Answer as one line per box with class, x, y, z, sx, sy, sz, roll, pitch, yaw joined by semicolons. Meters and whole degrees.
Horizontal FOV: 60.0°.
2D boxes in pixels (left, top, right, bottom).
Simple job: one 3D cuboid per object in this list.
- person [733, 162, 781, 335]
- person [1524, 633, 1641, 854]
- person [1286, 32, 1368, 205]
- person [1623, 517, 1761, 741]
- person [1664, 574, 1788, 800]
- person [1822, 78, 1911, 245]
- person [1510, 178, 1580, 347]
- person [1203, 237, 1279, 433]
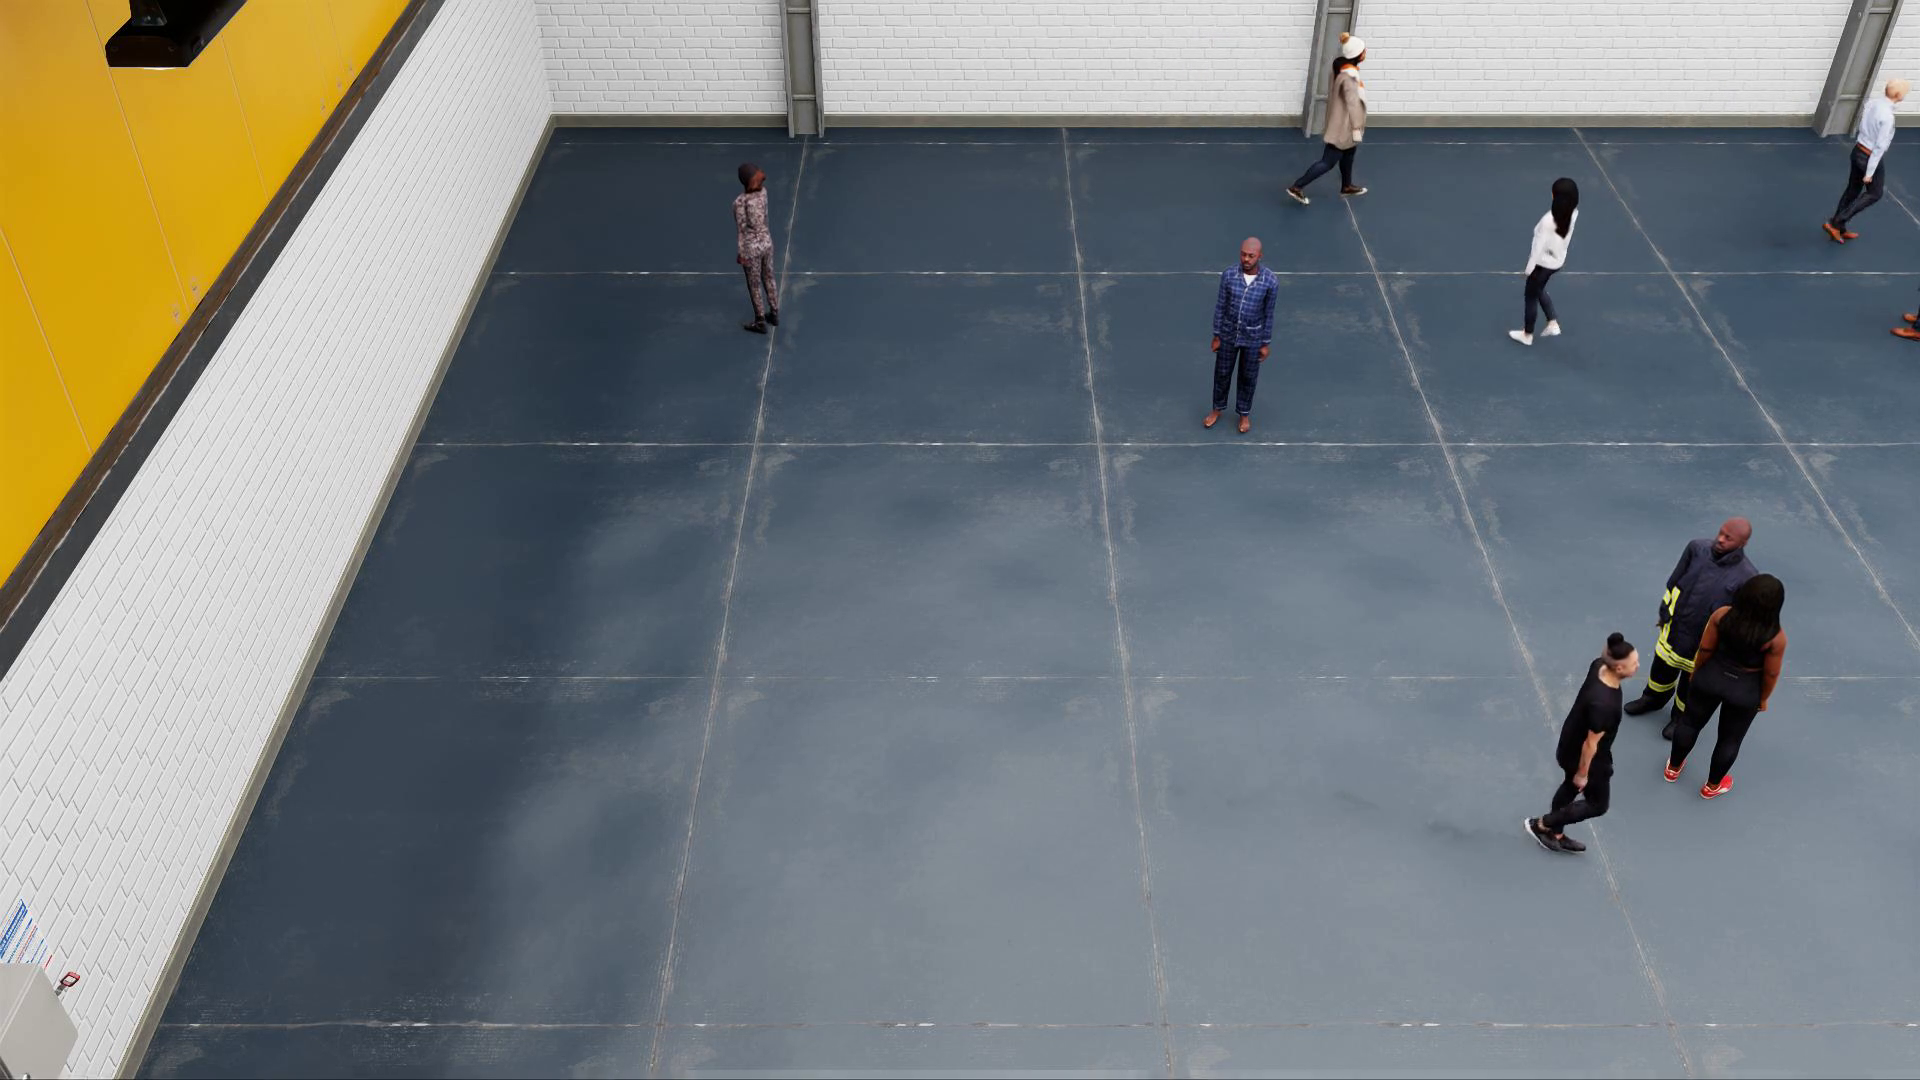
person;-1.904;-2.728;15.508;0.721;1.714;0.675;26;45;29
person;3.840;1.274;10.382;0.775;1.859;0.786;11;40;13
person;3.916;-4.387;17.473;1.136;1.855;0.668;0;39;0
person;5.031;0.558;11.308;0.879;1.821;0.865;-22;44;-25
person;5.005;0.943;10.830;0.756;1.816;0.828;29;47;31
person;9.094;-3.816;16.819;0.747;1.779;0.669;-3;39;-4
person;5.439;-2.498;15.238;0.782;1.692;0.843;-27;46;-30
person;2.407;-1.771;14.227;0.627;1.819;0.784;10;40;12
